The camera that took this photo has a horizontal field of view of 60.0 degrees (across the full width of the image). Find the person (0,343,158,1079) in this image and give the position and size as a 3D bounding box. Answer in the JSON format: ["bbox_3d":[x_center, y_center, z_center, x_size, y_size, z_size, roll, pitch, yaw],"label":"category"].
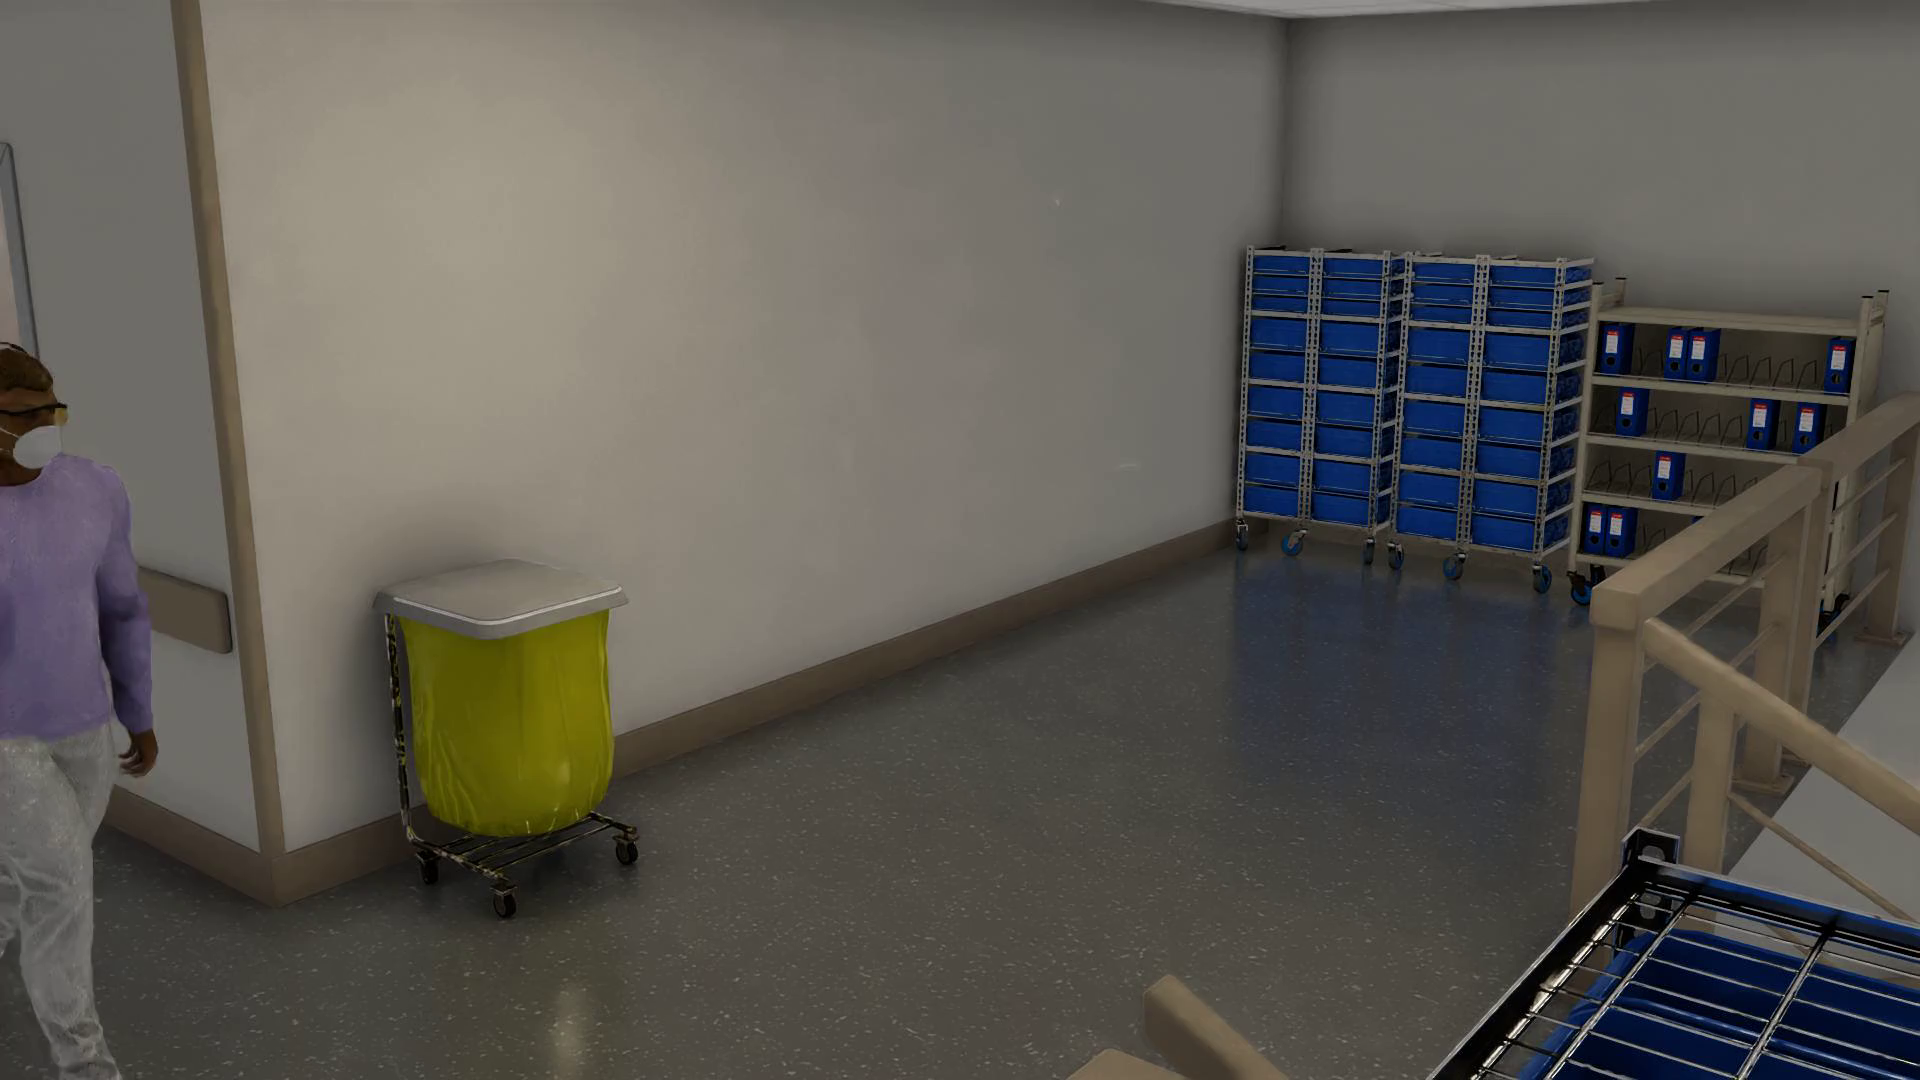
[{"bbox_3d":[-2.343,0.455,4.057,0.917,1.905,0.626,6,15,22],"label":"person"}]
